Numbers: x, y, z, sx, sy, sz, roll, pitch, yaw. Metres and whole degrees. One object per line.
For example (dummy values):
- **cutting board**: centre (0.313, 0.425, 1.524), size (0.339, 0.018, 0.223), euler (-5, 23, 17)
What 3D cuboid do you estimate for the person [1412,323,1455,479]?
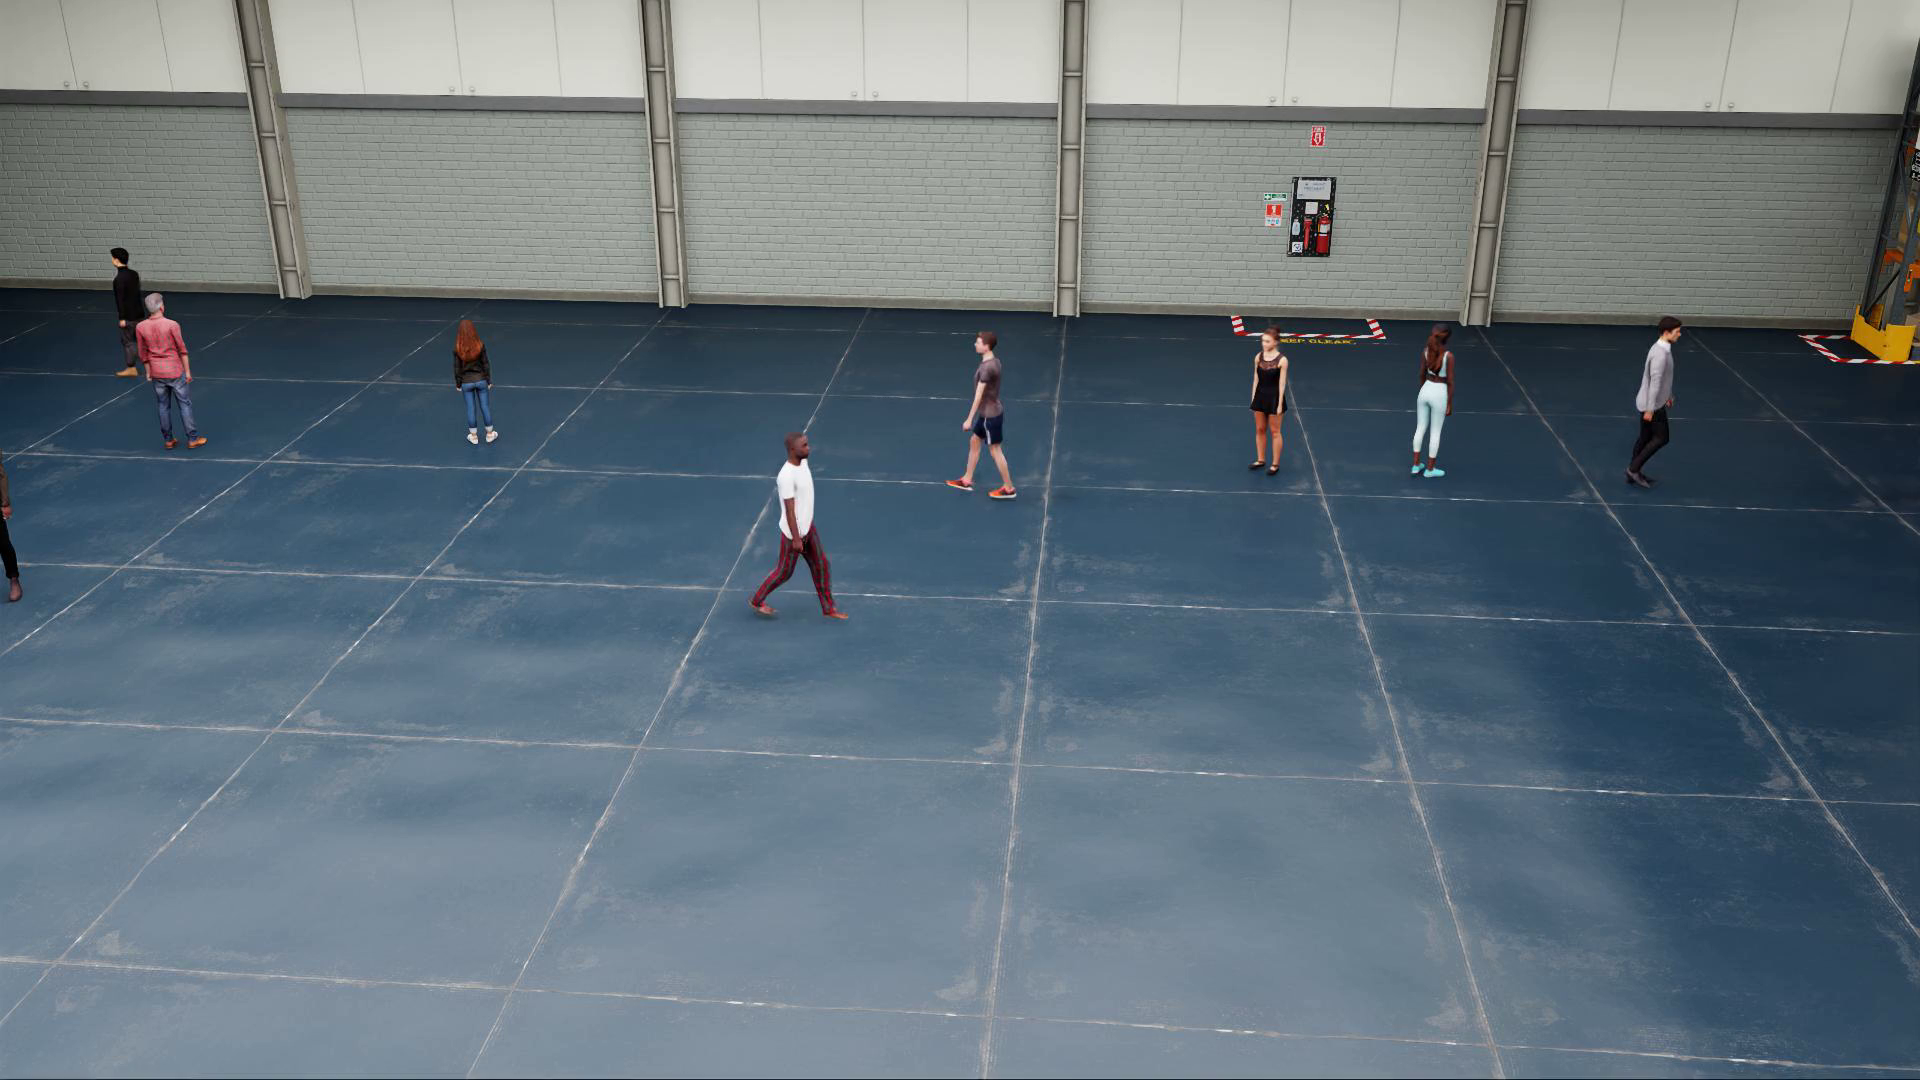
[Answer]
- **person**: centre (5.250, -1.560, 18.456), size (0.714, 1.725, 0.650), euler (-19, 30, -38)

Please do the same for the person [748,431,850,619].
- **person**: centre (-1.558, -0.096, 14.929), size (1.227, 1.791, 0.831), euler (6, 24, 14)

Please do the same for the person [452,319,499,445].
- **person**: centre (-5.696, -1.862, 19.477), size (0.567, 1.482, 0.694), euler (-8, 24, -17)

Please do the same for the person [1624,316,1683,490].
- **person**: centre (7.454, -1.513, 18.112), size (0.732, 1.908, 0.791), euler (8, 24, 18)

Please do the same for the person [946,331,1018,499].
- **person**: centre (0.404, -1.300, 17.725), size (1.016, 1.819, 0.699), euler (2, 23, 6)

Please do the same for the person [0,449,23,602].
- **person**: centre (-9.051, -0.315, 15.387), size (0.624, 1.836, 0.814), euler (-5, 23, -11)

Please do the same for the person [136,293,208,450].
- **person**: centre (-9.171, -1.952, 19.244), size (0.512, 1.831, 0.761), euler (0, 23, 0)

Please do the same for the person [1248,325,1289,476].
- **person**: centre (3.453, -1.571, 18.539), size (0.673, 1.680, 0.751), euler (20, 30, 39)
